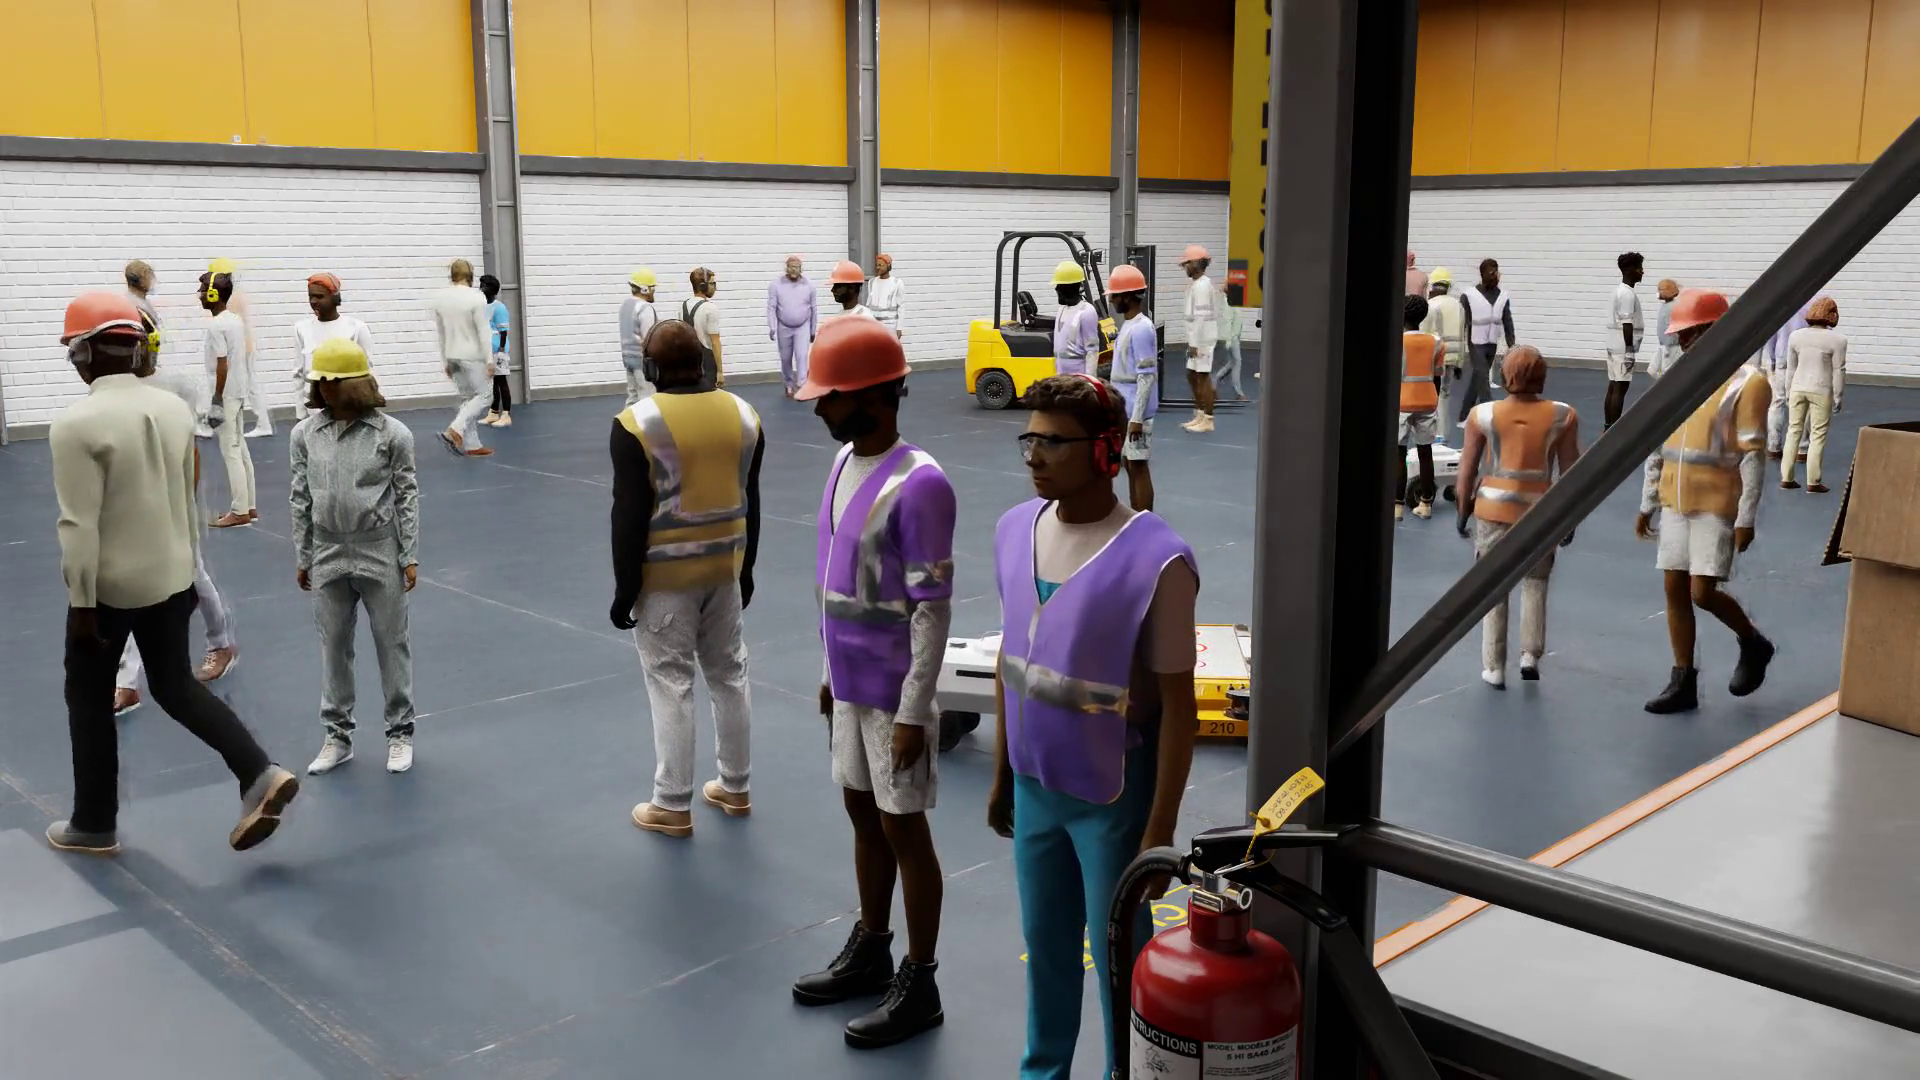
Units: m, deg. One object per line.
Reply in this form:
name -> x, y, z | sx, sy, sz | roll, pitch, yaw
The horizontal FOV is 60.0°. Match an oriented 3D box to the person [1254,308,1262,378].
person -> 4.675, -3.341, 24.956 | 0.632, 1.843, 0.429 | -8, 13, -36

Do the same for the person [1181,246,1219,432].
person -> 2.601, -2.152, 18.024 | 0.402, 2.005, 0.639 | 1, 10, 5

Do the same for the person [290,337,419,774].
person -> -2.387, 0.071, 6.574 | 0.489, 1.741, 0.322 | 0, 10, -1

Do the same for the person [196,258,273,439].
person -> -7.718, -1.988, 17.401 | 0.933, 1.880, 0.624 | -3, 11, -15

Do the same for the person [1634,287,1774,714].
person -> 3.351, -0.172, 7.446 | 0.537, 1.910, 0.554 | -5, 12, -27

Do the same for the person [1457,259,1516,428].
person -> 5.745, -2.100, 18.053 | 0.614, 1.867, 0.977 | -4, 11, -22

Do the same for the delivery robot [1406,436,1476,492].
delivery robot -> 3.724, -0.583, 13.124 | 0.707, 0.478, 0.477 | -3, 11, -17

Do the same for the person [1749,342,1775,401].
person -> 10.166, -2.505, 20.989 | 0.513, 1.602, 0.821 | 4, 11, 20

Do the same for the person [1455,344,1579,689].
person -> 2.604, -0.103, 7.815 | 0.546, 1.625, 0.364 | 2, 11, 12

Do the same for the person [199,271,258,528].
person -> -5.395, -1.025, 12.203 | 0.328, 1.872, 0.514 | -1, 10, -8

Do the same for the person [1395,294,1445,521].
person -> 3.369, -0.987, 12.460 | 0.536, 1.696, 0.322 | -3, 11, -16

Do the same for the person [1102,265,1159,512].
person -> 1.140, -0.872, 11.198 | 0.381, 1.931, 0.548 | 0, 10, -2

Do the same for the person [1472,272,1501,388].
person -> 7.393, -2.945, 23.300 | 0.310, 1.638, 0.523 | -3, 11, -18

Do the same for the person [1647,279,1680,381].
person -> 8.464, -2.314, 19.927 | 0.357, 1.619, 0.498 | 1, 10, 6

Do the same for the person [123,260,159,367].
person -> -6.921, -1.391, 14.093 | 0.390, 1.928, 0.681 | -3, 11, -15

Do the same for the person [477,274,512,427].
person -> -5.216, -2.108, 18.574 | 0.320, 1.698, 0.531 | -9, 14, -42

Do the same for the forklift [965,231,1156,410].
forklift -> 1.222, -2.721, 20.561 | 2.313, 2.155, 1.214 | 2, 11, 13

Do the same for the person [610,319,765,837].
person -> -0.993, 0.133, 5.969 | 0.429, 1.840, 0.630 | 10, 14, 44

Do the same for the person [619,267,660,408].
person -> -3.033, -1.692, 15.950 | 0.404, 1.827, 0.600 | -8, 13, -36

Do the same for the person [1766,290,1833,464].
person -> 7.867, -1.685, 15.614 | 0.372, 1.940, 0.632 | -6, 12, -29

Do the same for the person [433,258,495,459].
person -> -4.722, -1.695, 15.731 | 0.657, 1.918, 0.562 | 6, 12, 31

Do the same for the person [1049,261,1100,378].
person -> 0.916, -1.292, 13.510 | 0.384, 1.924, 0.589 | -4, 11, -22

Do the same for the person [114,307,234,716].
person -> -3.696, -0.167, 7.662 | 0.513, 1.828, 0.975 | 0, 10, 0

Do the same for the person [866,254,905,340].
person -> -0.996, -2.808, 21.895 | 0.573, 1.880, 0.354 | 6, 12, 30

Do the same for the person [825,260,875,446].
person -> -0.846, -1.156, 12.725 | 0.362, 1.939, 0.543 | -5, 12, -27

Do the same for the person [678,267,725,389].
person -> -2.333, -1.544, 15.104 | 0.516, 1.842, 0.329 | 9, 13, 39

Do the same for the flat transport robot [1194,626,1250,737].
flat transport robot -> 1.042, 0.607, 7.665 | 0.652, 0.197, 1.431 | 1, 10, 5

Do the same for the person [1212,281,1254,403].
person -> 3.472, -2.560, 21.276 | 0.571, 1.629, 0.513 | 3, 11, 18

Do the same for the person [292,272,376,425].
person -> -4.247, -0.867, 11.297 | 0.585, 1.882, 0.337 | 2, 11, 11

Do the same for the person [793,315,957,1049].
person -> -0.239, 0.375, 4.403 | 0.374, 1.929, 0.542 | -6, 12, -29

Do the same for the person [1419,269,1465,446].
person -> 4.735, -1.774, 16.547 | 0.657, 1.792, 0.656 | -7, 13, -35

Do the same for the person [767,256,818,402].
person -> -2.179, -2.766, 21.705 | 0.639, 1.873, 0.899 | -1, 10, -3

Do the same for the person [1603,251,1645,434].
person -> 6.820, -1.966, 17.068 | 0.367, 1.966, 0.606 | 2, 11, 10

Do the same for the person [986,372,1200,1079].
person -> 0.284, 0.552, 3.661 | 0.396, 1.847, 0.565 | -8, 13, -38

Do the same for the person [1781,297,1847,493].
person -> 7.102, -1.203, 13.842 | 0.280, 1.624, 0.494 | -7, 13, -35

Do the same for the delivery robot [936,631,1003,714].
delivery robot -> 0.236, 0.556, 6.910 | 0.707, 0.478, 0.477 | 3, 11, 18

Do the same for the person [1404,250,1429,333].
person -> 6.502, -3.267, 24.327 | 0.638, 1.909, 0.407 | -2, 11, -12

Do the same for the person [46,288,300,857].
person -> -2.737, 0.130, 5.645 | 0.907, 1.961, 0.619 | 3, 11, 16
